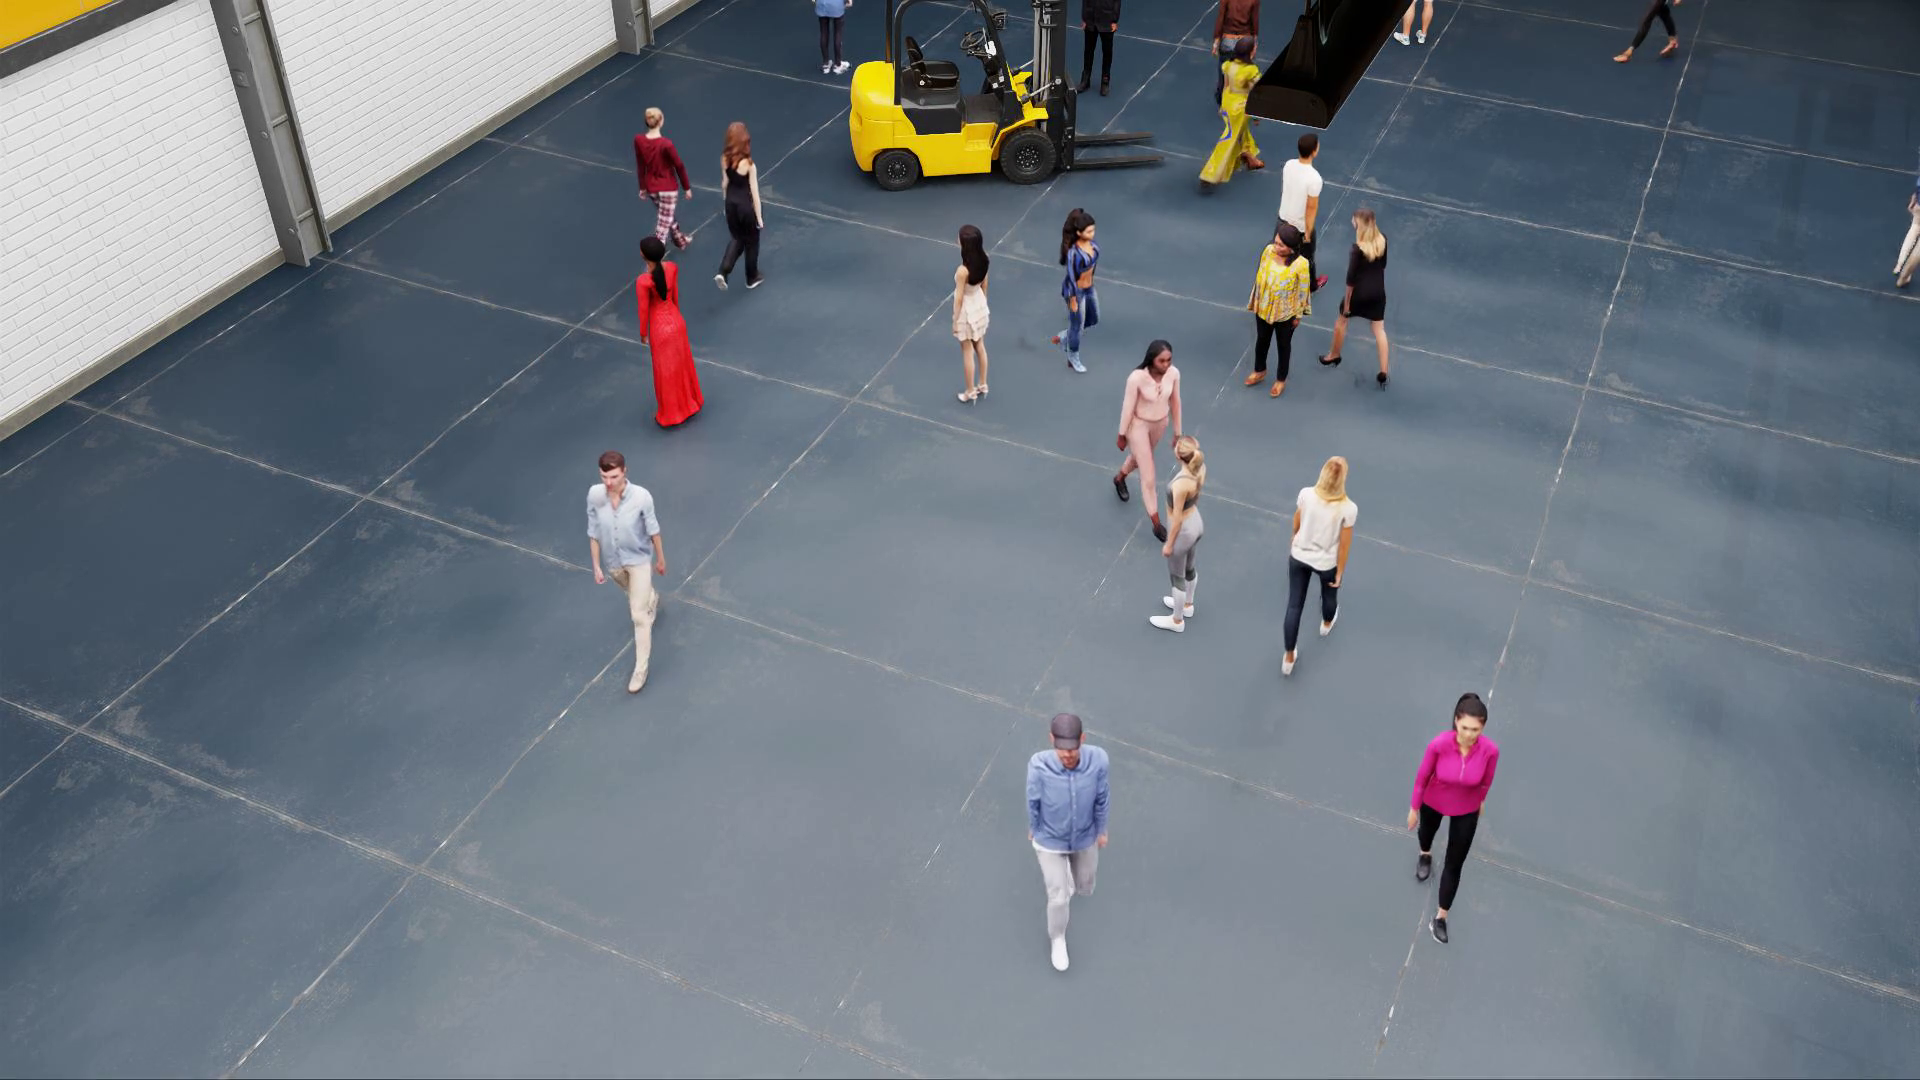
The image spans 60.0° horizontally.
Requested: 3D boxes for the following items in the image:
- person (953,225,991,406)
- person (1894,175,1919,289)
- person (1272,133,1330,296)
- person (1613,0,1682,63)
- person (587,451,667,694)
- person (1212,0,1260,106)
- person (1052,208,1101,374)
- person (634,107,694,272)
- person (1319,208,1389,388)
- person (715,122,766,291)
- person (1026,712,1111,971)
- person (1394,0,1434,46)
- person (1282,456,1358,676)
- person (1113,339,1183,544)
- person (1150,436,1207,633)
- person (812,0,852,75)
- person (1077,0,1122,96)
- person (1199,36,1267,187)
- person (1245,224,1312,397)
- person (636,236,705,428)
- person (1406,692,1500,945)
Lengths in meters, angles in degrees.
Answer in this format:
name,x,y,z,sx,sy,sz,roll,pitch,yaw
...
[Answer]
name,x,y,z,sx,sy,sz,roll,pitch,yaw
person,0.111,-1.947,14.447,0.681,1.737,0.540,28,46,30
person,9.377,-3.194,16.058,0.708,1.684,0.724,32,48,33
person,3.091,-2.957,15.700,1.227,1.761,0.992,-27,46,-29
person,8.726,-6.764,20.447,1.209,1.776,1.165,-13,40,-15
person,-2.335,0.080,11.846,0.891,1.816,1.286,6,39,7
person,3.158,-5.642,19.063,0.918,1.749,1.101,1,39,2
person,1.015,-2.242,14.917,0.741,1.611,0.649,24,44,27
person,-2.962,-3.411,16.344,0.658,1.656,1.083,14,41,17
person,3.638,-2.119,14.747,0.929,1.631,0.946,-16,41,-19
person,-2.153,-3.124,15.930,0.604,1.724,0.872,18,42,21
person,0.624,1.675,9.807,0.940,1.868,1.053,-5,39,-7
person,5.822,-7.161,20.880,0.770,1.856,0.788,-7,39,-8
person,2.471,0.205,11.724,0.606,1.773,1.004,16,41,19
person,1.444,-0.886,13.179,1.197,1.662,1.186,-16,41,-19
person,1.634,-0.053,12.100,0.637,1.705,0.484,21,43,25
person,-1.582,-6.558,20.168,0.728,1.801,0.653,11,40,14
person,1.664,-6.207,19.745,0.634,1.781,0.614,13,40,16
person,2.912,-4.536,17.801,1.339,1.607,1.165,-20,43,-23
person,2.802,-2.032,14.620,0.804,1.653,0.844,29,47,31
person,-2.512,-1.781,14.208,0.729,1.786,0.596,24,44,27
person,2.976,1.544,10.142,0.753,1.665,1.107,8,39,10
